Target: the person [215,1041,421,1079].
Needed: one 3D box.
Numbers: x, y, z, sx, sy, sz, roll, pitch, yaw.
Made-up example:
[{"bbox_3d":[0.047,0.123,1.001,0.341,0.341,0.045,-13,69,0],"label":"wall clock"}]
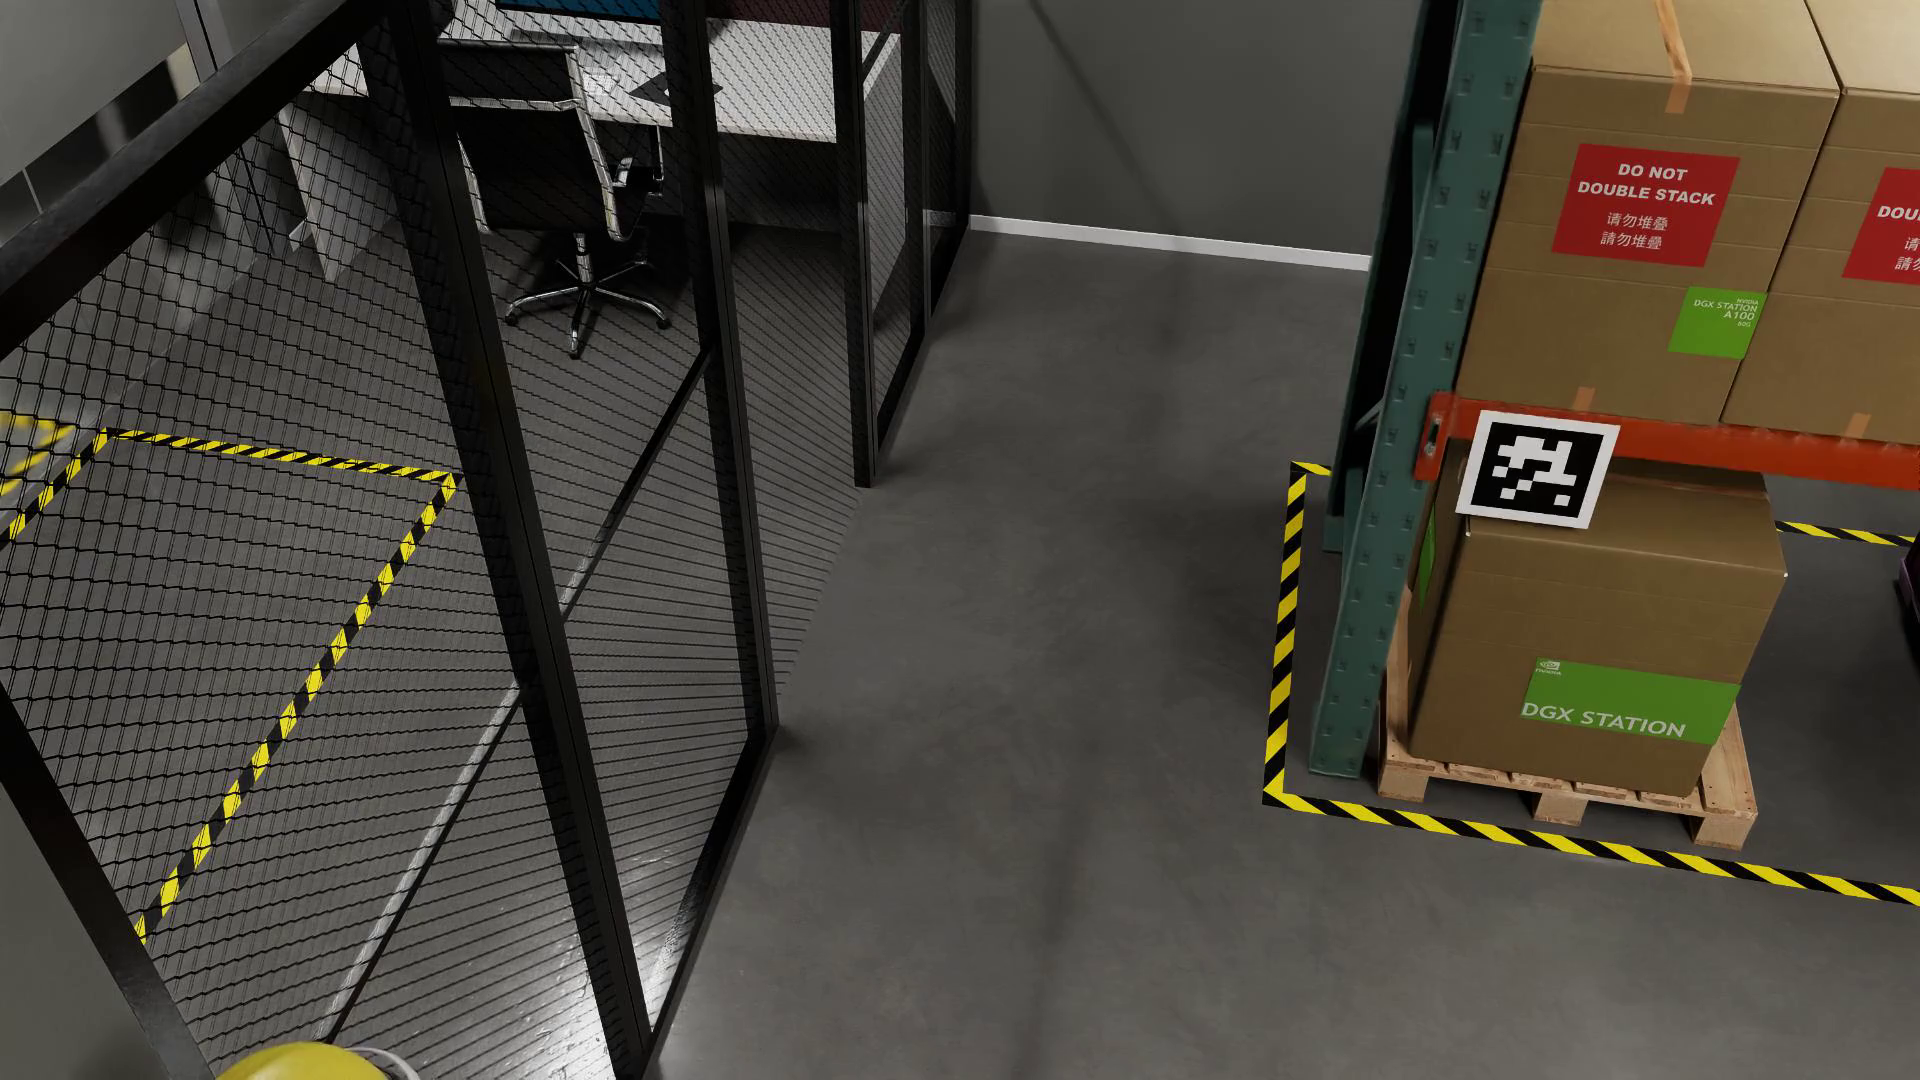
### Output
[{"bbox_3d":[-0.676,1.220,2.173,0.589,1.833,0.404,12,42,14],"label":"person"}]
